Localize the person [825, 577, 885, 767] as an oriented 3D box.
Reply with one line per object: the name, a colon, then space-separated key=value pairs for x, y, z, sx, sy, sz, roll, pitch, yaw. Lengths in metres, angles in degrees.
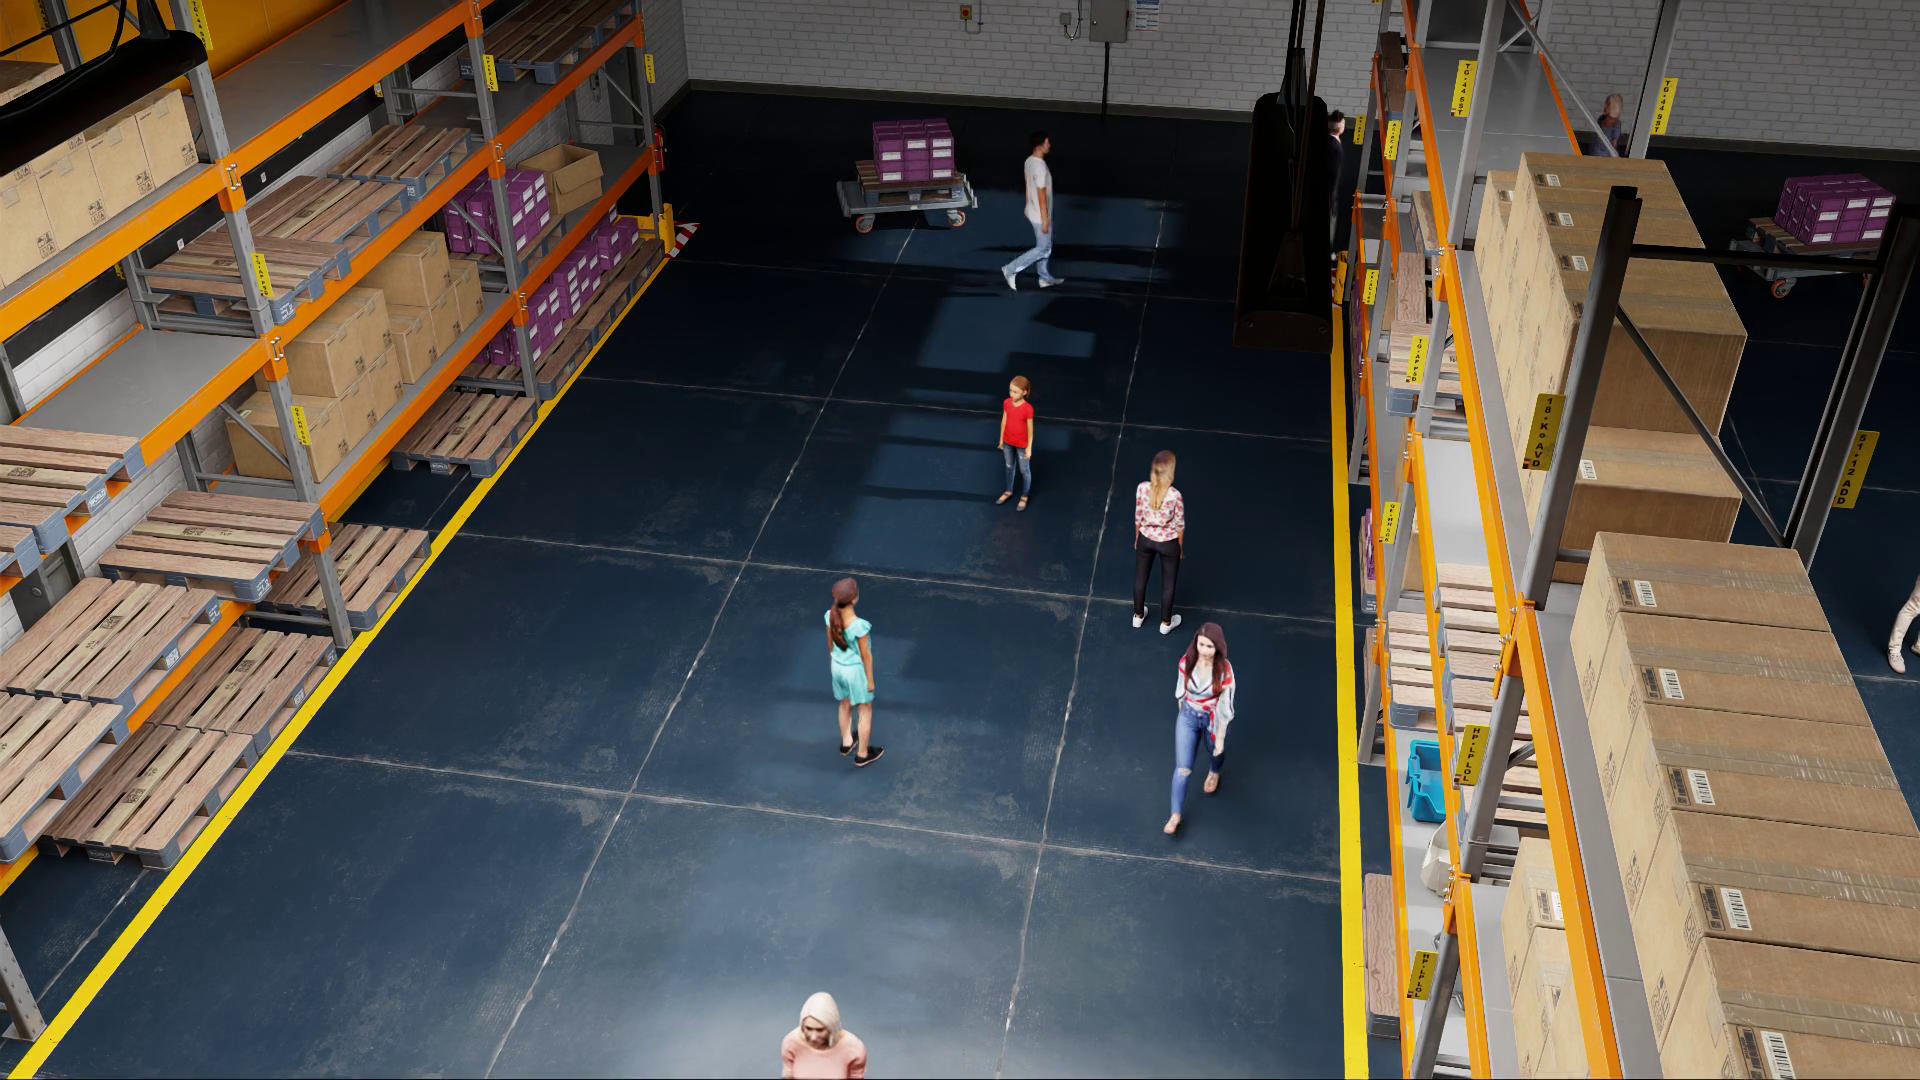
person: x=-0.790 y=0.937 z=11.922 sx=0.639 sy=1.560 sz=0.668 roll=22 pitch=39 yaw=29

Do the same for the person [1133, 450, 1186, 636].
person: x=1.578 y=0.016 z=13.240 sx=0.633 sy=1.634 sz=0.615 roll=17 pitch=37 yaw=23

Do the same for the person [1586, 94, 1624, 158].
person: x=7.755 y=-4.540 z=20.035 sx=0.900 sy=1.700 sz=1.042 roll=-7 pitch=34 yaw=-11

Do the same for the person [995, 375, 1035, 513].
person: x=0.517 y=-0.887 z=14.891 sx=0.563 sy=1.310 sz=0.596 roll=21 pitch=39 yaw=28

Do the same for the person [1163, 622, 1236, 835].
person: x=1.724 y=1.213 z=11.497 sx=0.807 sy=1.570 sz=1.144 roll=15 pitch=36 yaw=21

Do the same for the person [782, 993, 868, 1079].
person: x=-0.699 y=2.972 z=8.710 sx=0.611 sy=1.725 sz=0.536 roll=3 pitch=34 yaw=5

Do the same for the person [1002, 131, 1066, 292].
person: x=0.811 y=-3.628 z=18.529 sx=0.951 sy=1.848 sz=1.040 roll=-6 pitch=34 yaw=-9
